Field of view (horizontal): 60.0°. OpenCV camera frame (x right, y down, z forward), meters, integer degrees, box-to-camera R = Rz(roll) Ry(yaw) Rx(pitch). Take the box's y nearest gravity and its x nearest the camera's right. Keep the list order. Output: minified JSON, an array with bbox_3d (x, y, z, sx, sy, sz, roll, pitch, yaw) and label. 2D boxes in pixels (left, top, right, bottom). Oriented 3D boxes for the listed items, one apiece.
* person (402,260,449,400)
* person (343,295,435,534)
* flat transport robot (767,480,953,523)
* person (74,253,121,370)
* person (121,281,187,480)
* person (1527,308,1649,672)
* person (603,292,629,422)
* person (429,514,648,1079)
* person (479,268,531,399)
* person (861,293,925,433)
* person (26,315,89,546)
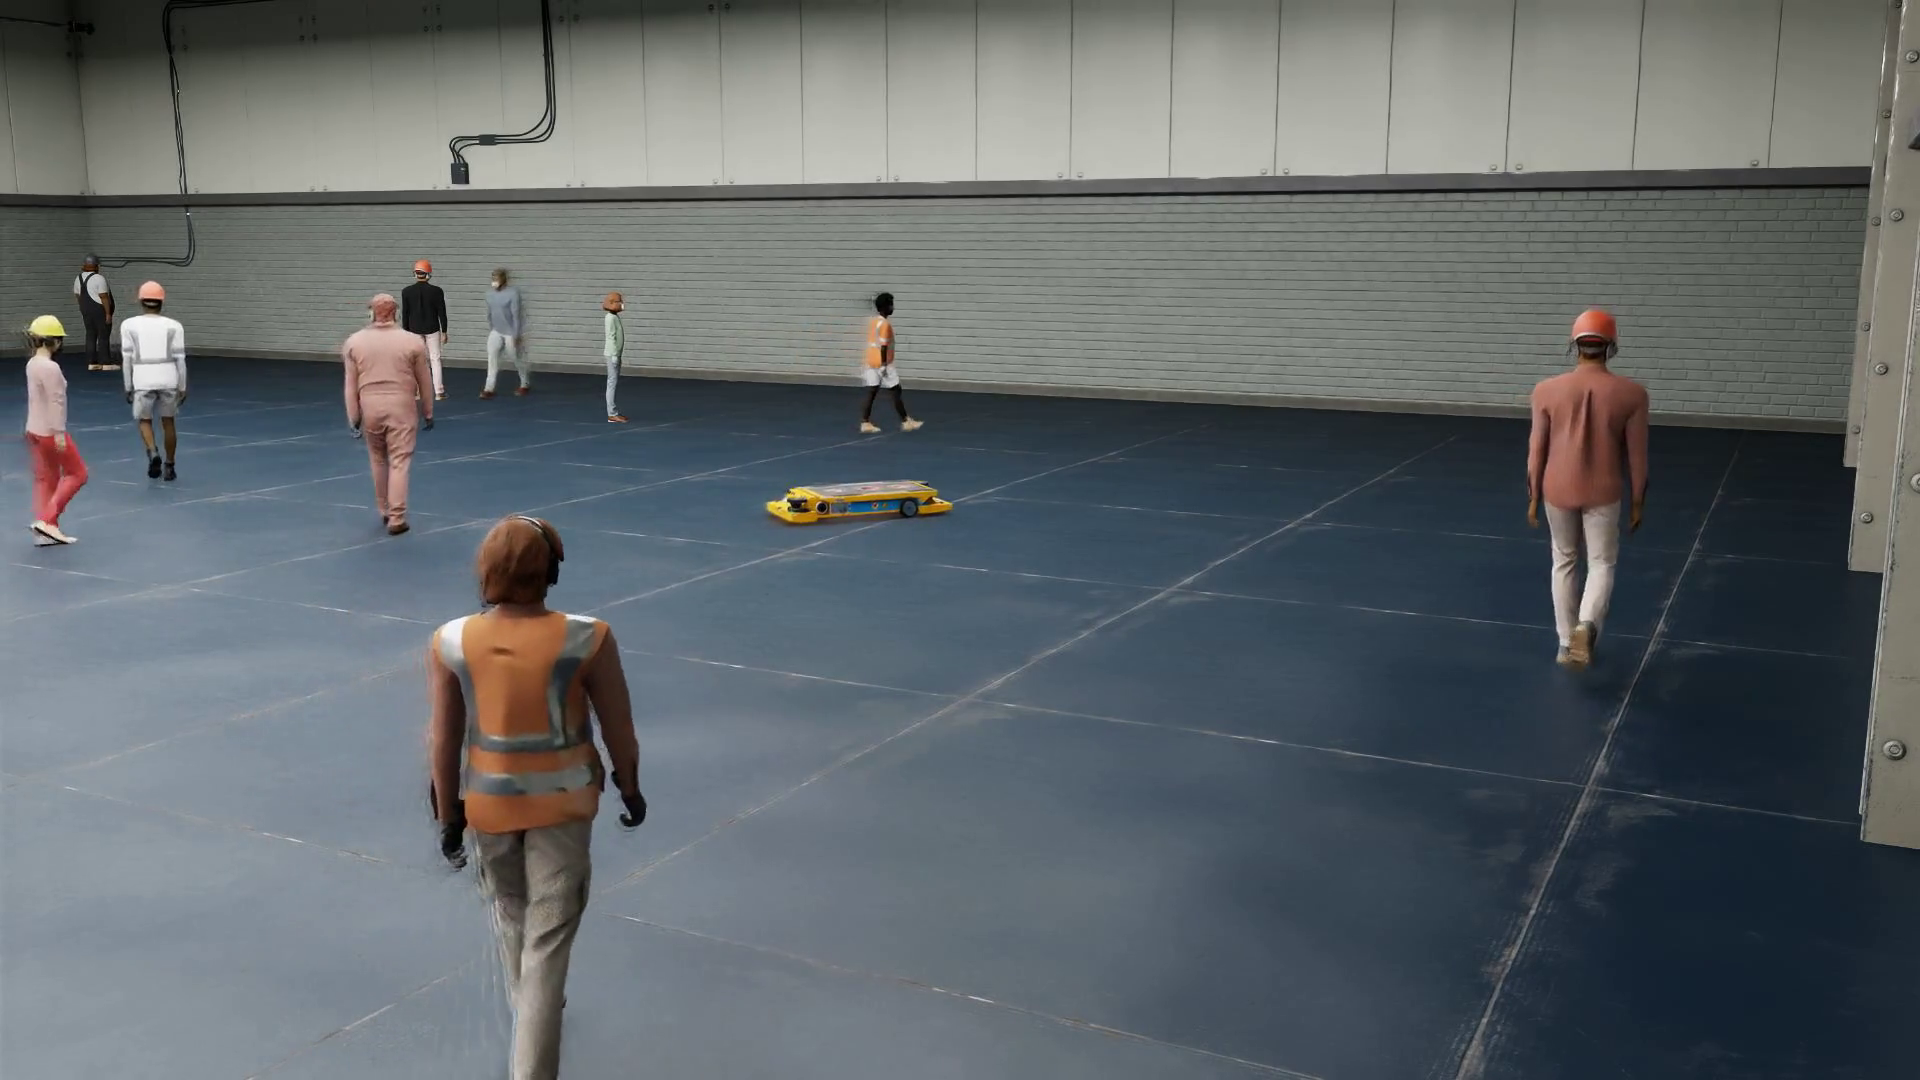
[{"bbox_3d":[-7.642,-2.995,23.798,0.622,1.992,0.395,-1,10,-3],"label":"person"},{"bbox_3d":[-4.545,-1.019,13.357,0.649,1.870,0.928,0,10,-3],"label":"person"},{"bbox_3d":[-0.843,-0.337,14.010,1.431,0.197,0.652,-5,11,-24],"label":"flat transport robot"},{"bbox_3d":[-15.069,-3.990,29.102,0.689,2.000,0.539,4,11,22],"label":"person"},{"bbox_3d":[-7.653,-1.497,15.833,0.562,1.921,0.543,-5,12,-26],"label":"person"},{"bbox_3d":[3.353,-0.253,8.928,0.618,1.972,0.754,5,12,26],"label":"person"},{"bbox_3d":[-4.361,-2.312,21.054,0.279,1.636,0.498,-1,10,-6],"label":"person"},{"bbox_3d":[-1.134,0.723,4.589,0.521,1.607,0.788,1,10,7],"label":"person"},{"bbox_3d":[-6.615,-3.003,24.189,0.637,1.882,1.039,4,11,21],"label":"person"},{"bbox_3d":[-0.819,-2.094,19.802,0.812,1.663,0.538,-4,11,-20],"label":"person"},{"bbox_3d":[-6.849,-0.812,12.560,0.545,1.749,0.385,10,15,44],"label":"person"}]
